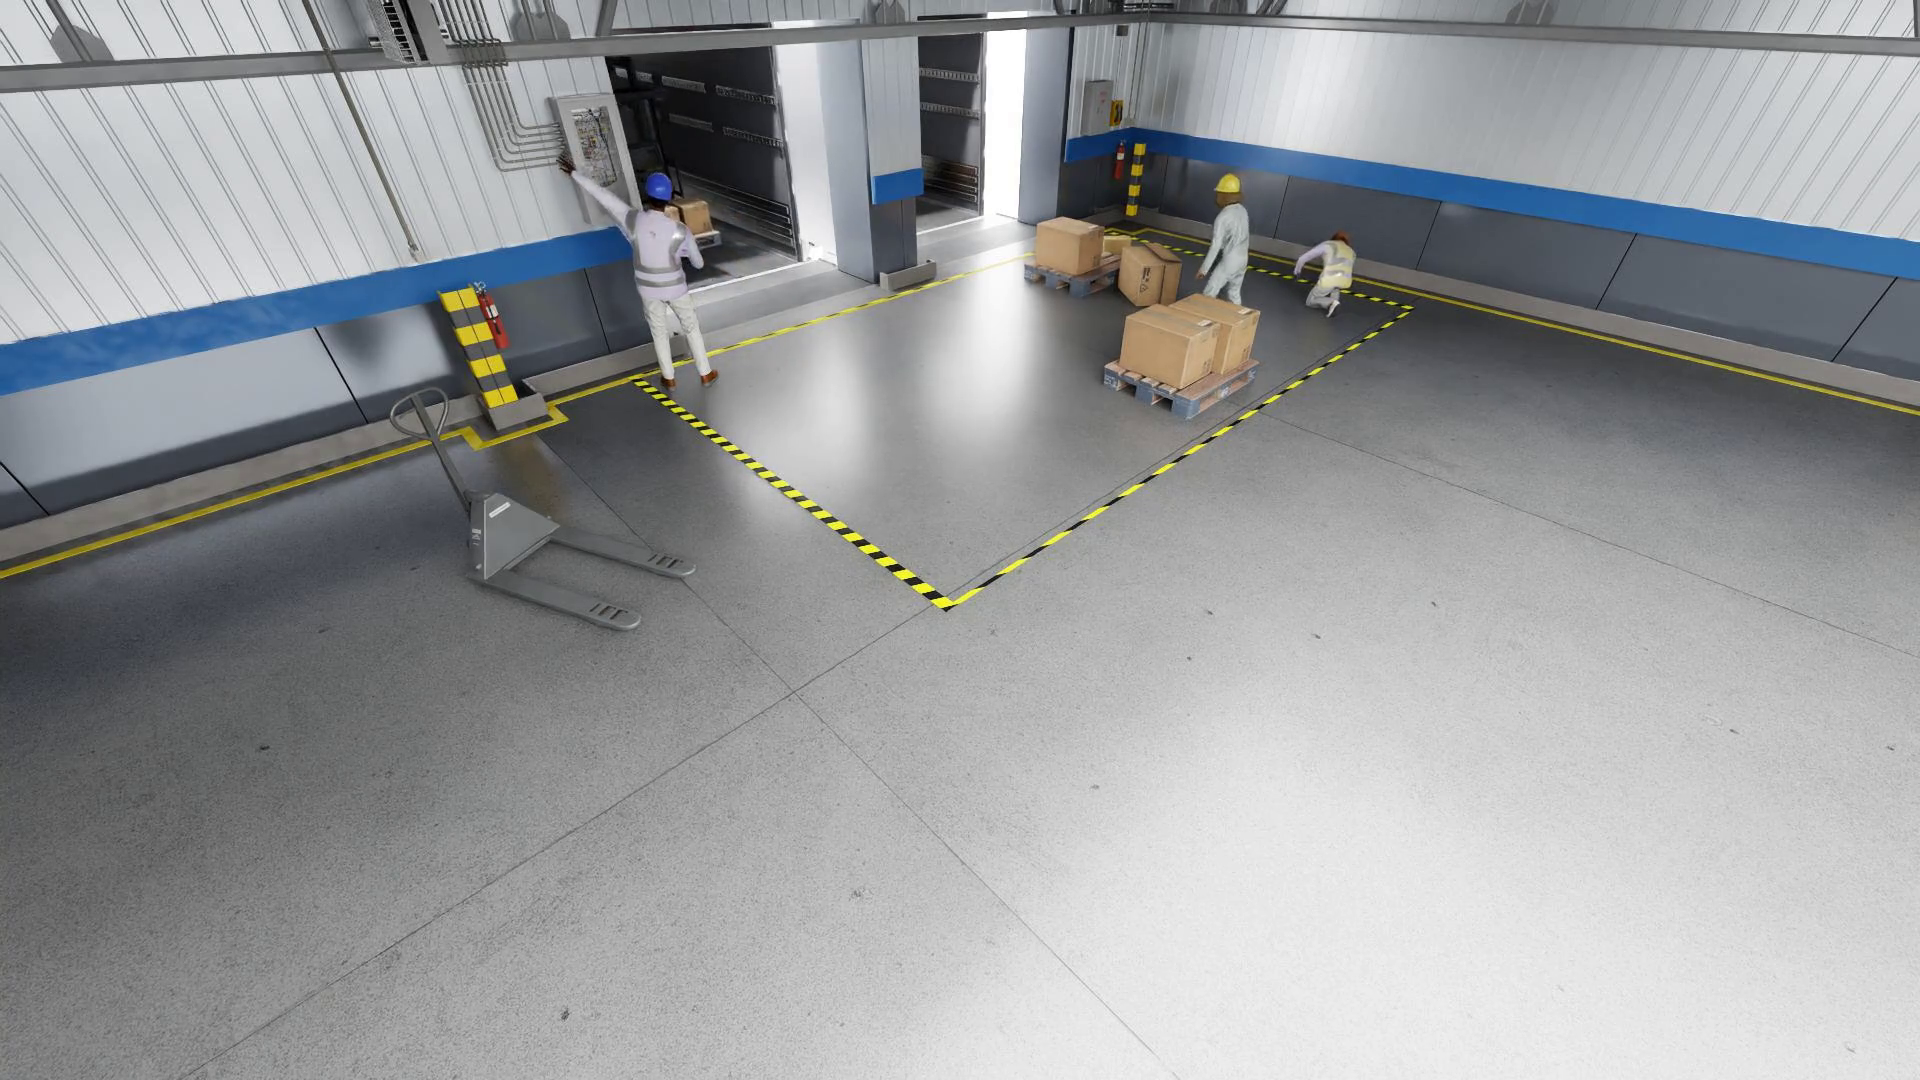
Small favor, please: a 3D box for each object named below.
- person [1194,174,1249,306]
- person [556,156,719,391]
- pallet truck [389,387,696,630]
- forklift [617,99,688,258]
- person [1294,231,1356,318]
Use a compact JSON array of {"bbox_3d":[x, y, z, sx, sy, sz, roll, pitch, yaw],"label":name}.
[{"bbox_3d":[2.793,-2.907,7.699,0.642,1.681,0.533,-29,46,-32],"label":"person"},{"bbox_3d":[-2.887,-2.404,6.769,1.071,1.995,0.681,-8,38,-10],"label":"person"},{"bbox_3d":[-2.613,-0.247,4.593,1.601,1.201,0.680,14,40,17],"label":"pallet truck"},{"bbox_3d":[-4.508,-4.917,9.980,0.716,2.013,0.776,-30,47,-33],"label":"forklift"},{"bbox_3d":[4.408,-3.160,8.745,0.611,0.836,0.917,0,38,1],"label":"person"}]
